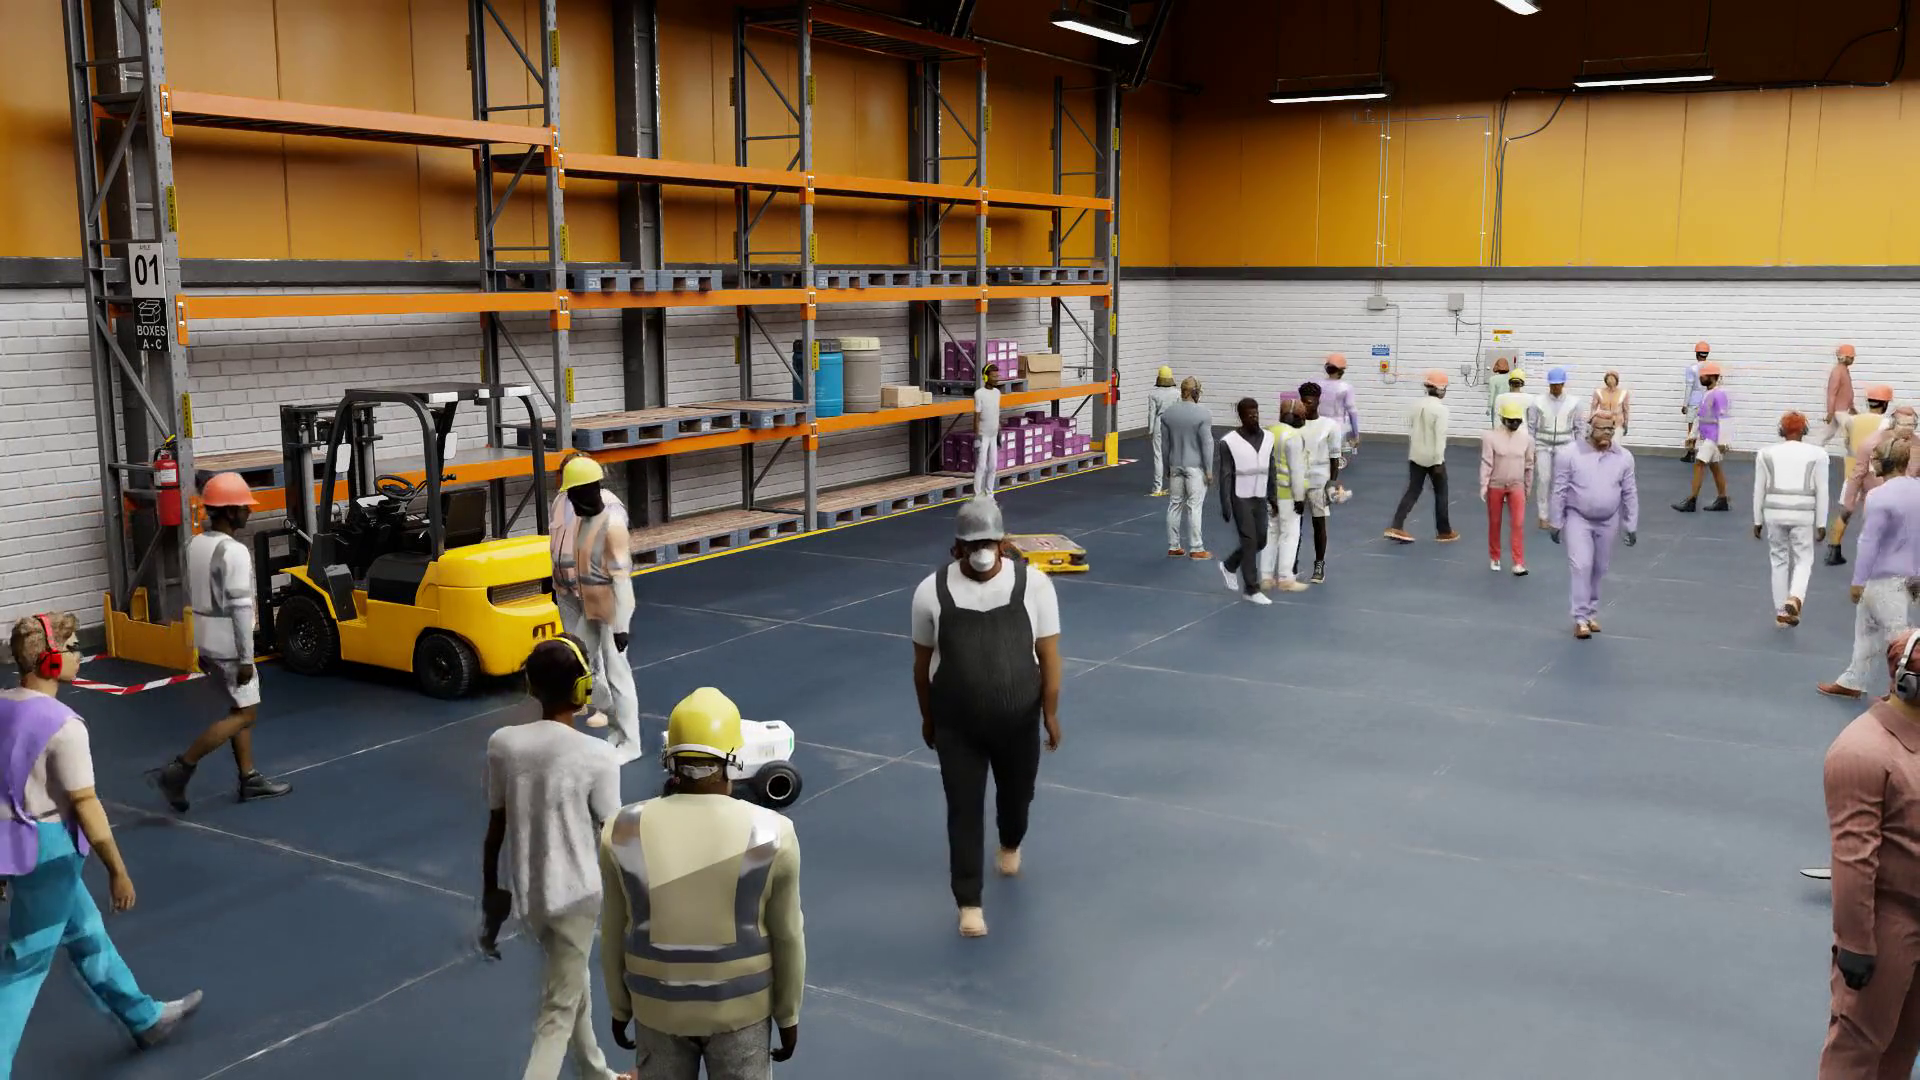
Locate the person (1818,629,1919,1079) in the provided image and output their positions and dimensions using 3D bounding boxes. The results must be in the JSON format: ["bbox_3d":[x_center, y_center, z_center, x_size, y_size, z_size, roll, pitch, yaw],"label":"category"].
[{"bbox_3d":[3.014,1.217,5.301,0.642,1.909,0.410,-6,11,-33],"label":"person"}]

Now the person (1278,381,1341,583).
[{"bbox_3d":[3.397,-0.564,16.232,0.607,1.966,0.367,5,10,30],"label":"person"}]

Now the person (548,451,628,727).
[{"bbox_3d":[-2.506,0.325,11.093,0.621,1.838,0.429,6,11,32],"label":"person"}]

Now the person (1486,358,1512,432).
[{"bbox_3d":[8.832,-2.152,27.171,0.498,1.634,0.278,-3,10,-17],"label":"person"}]

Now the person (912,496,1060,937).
[{"bbox_3d":[0.117,0.742,7.844,0.692,2.000,0.909,0,9,-1],"label":"person"}]

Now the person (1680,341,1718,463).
[{"bbox_3d":[11.775,-2.198,26.515,0.553,1.935,0.361,-1,9,-7],"label":"person"}]

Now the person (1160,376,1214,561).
[{"bbox_3d":[2.393,-0.747,17.475,0.627,1.934,0.371,8,12,41],"label":"person"}]

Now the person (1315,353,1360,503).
[{"bbox_3d":[4.819,-1.405,21.427,1.068,1.983,0.634,-9,13,-44],"label":"person"}]

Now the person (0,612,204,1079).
[{"bbox_3d":[-3.260,1.150,6.074,0.597,1.789,0.983,7,11,37],"label":"person"}]

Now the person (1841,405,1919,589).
[{"bbox_3d":[8.342,-0.290,14.925,0.661,1.848,1.038,1,9,3],"label":"person"}]

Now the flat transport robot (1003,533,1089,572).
[{"bbox_3d":[0.852,0.119,17.238,0.652,0.197,1.431,-2,9,-9],"label":"flat transport robot"}]

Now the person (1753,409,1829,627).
[{"bbox_3d":[6.978,-0.162,14.036,0.593,1.861,0.612,6,11,33],"label":"person"}]

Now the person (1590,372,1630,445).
[{"bbox_3d":[9.431,-1.653,24.190,0.537,1.587,0.880,4,10,25],"label":"person"}]

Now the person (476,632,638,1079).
[{"bbox_3d":[-1.354,1.220,5.567,0.547,1.827,0.981,4,10,23],"label":"person"}]

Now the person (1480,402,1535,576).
[{"bbox_3d":[5.454,-0.501,16.563,0.545,1.725,0.864,1,9,8],"label":"person"}]

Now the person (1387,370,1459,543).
[{"bbox_3d":[5.176,-0.917,18.533,0.925,1.953,0.624,-5,10,-27],"label":"person"}]

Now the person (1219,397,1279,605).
[{"bbox_3d":[2.618,-0.376,15.296,0.608,1.893,0.684,-6,11,-32],"label":"person"}]

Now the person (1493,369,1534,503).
[{"bbox_3d":[7.276,-1.365,21.854,0.533,1.767,0.325,2,9,12],"label":"person"}]

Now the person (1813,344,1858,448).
[{"bbox_3d":[13.368,-2.002,25.280,0.985,1.955,0.616,6,11,33],"label":"person"}]

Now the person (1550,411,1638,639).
[{"bbox_3d":[5.273,-0.118,13.722,0.665,1.873,0.839,0,9,1],"label":"person"}]

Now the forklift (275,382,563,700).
[{"bbox_3d":[-3.974,-0.067,12.417,2.313,2.155,1.214,5,11,30],"label":"forklift"}]

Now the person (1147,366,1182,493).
[{"bbox_3d":[2.820,-1.504,22.871,0.498,1.744,0.424,-1,9,-8],"label":"person"}]

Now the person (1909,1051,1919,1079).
[{"bbox_3d":[2.154,1.604,3.636,0.317,1.670,0.633,7,12,39],"label":"person"}]

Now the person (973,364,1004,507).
[{"bbox_3d":[0.364,-1.321,21.299,0.326,1.860,0.539,7,12,39],"label":"person"}]

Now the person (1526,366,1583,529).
[{"bbox_3d":[7.005,-1.089,19.625,0.651,1.924,0.580,3,9,16],"label":"person"}]

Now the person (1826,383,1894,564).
[{"bbox_3d":[9.386,-0.678,17.225,1.011,1.888,0.562,-6,11,-35],"label":"person"}]

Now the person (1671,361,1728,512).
[{"bbox_3d":[9.361,-1.294,20.980,0.861,1.904,0.555,1,9,9],"label":"person"}]

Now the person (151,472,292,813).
[{"bbox_3d":[-4.144,0.586,9.233,0.548,1.918,0.727,8,12,41],"label":"person"}]

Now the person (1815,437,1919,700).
[{"bbox_3d":[6.433,0.252,11.376,0.646,1.905,0.983,-6,11,-35],"label":"person"}]

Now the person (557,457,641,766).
[{"bbox_3d":[-2.181,0.443,10.138,0.459,1.897,0.701,-7,11,-37],"label":"person"}]

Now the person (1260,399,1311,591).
[{"bbox_3d":[3.102,-0.425,15.836,0.458,1.825,0.660,-1,9,-8],"label":"person"}]

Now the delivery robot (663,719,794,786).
[{"bbox_3d":[-1.314,1.183,9.425,0.707,0.478,0.477,-3,10,-20],"label":"delivery robot"}]

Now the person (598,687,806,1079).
[{"bbox_3d":[-0.742,1.333,4.845,0.592,1.825,0.403,0,9,-1],"label":"person"}]
